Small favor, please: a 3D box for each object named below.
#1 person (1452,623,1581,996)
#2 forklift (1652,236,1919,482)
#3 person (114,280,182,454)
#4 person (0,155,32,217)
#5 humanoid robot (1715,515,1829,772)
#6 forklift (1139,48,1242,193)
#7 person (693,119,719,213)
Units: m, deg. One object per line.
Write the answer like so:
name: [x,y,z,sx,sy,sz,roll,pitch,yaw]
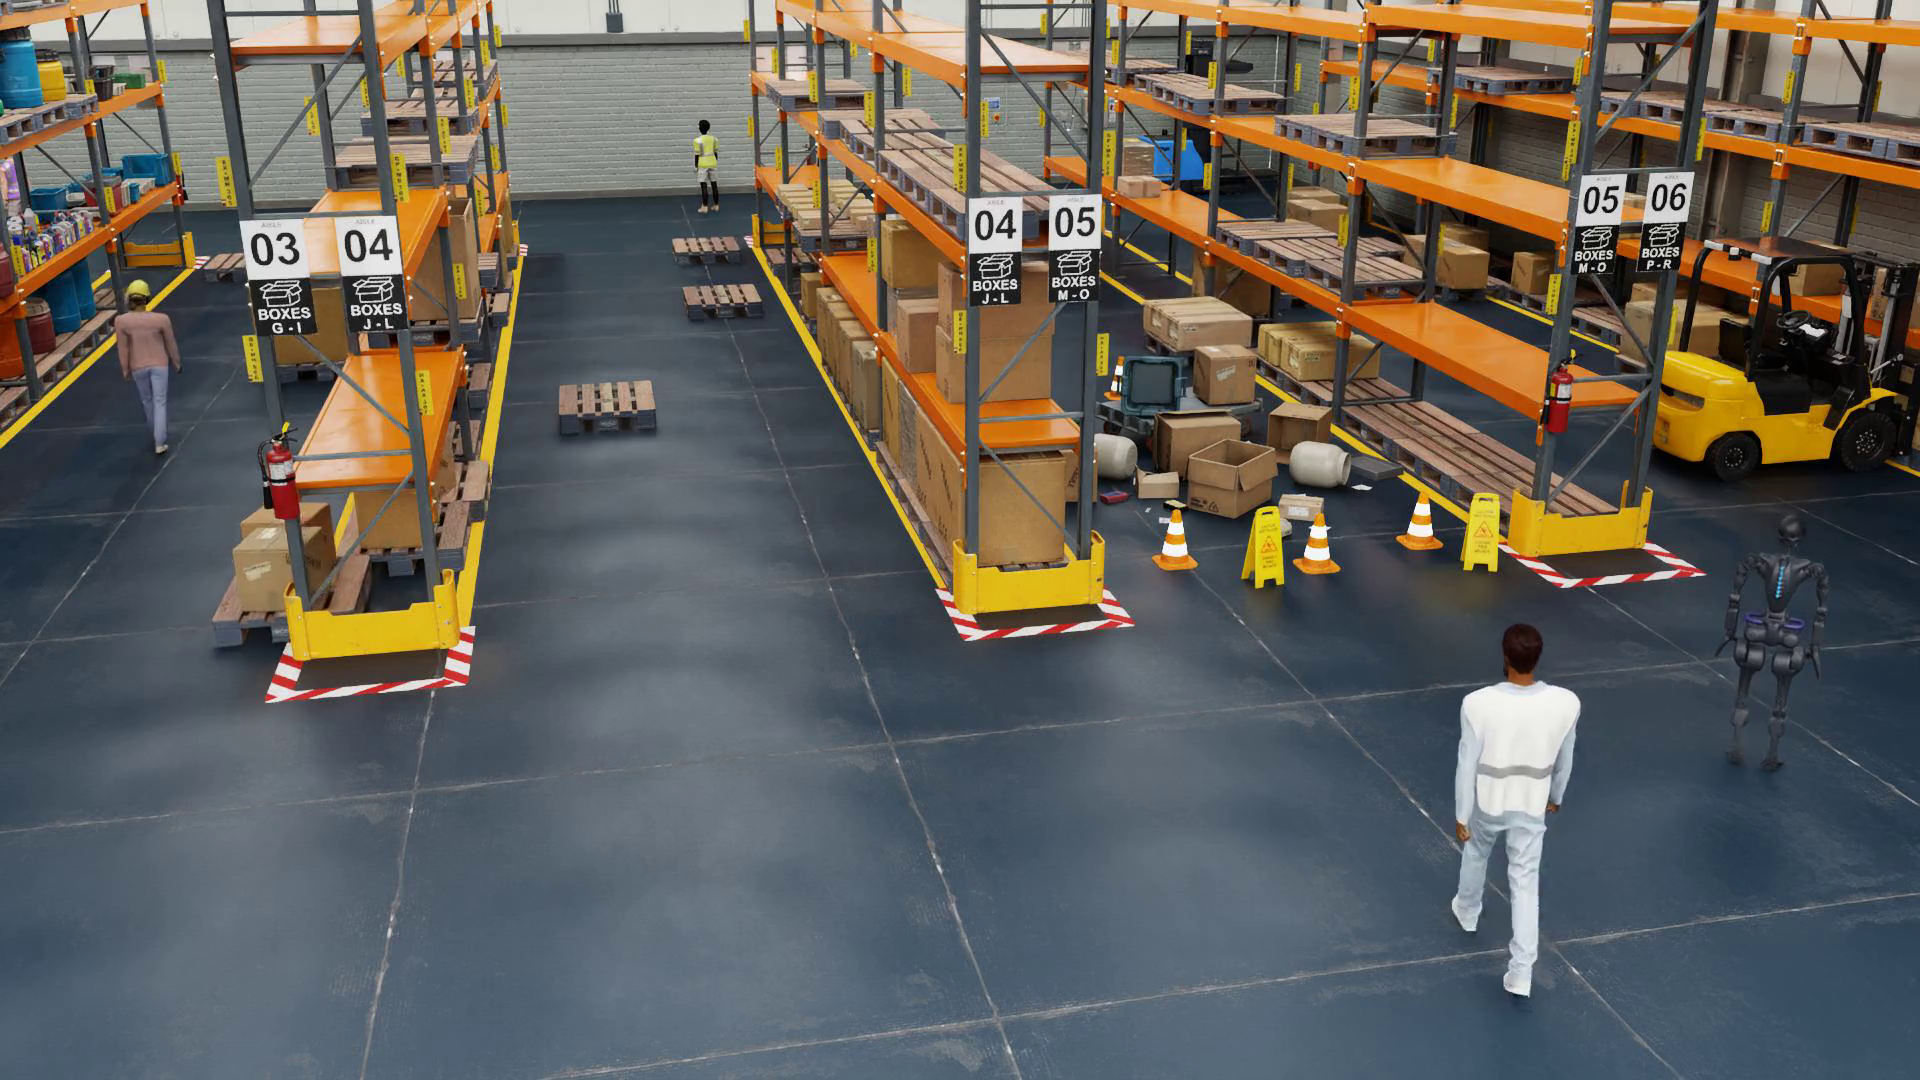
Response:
person: [2.774,1.315,8.363,0.594,1.876,0.977,2,20,6]
forklift: [8.013,-1.814,16.330,2.313,2.155,1.214,-4,21,-12]
person: [-8.208,-1.788,16.910,0.541,1.721,0.870,-5,21,-14]
person: [-15.366,-5.563,27.147,0.350,1.688,0.488,11,23,27]
humanoid robot: [5.092,0.642,10.444,0.610,1.662,0.312,11,23,27]
forklift: [4.566,-8.313,32.860,1.873,2.768,1.129,-4,21,-12]
person: [-4.687,-6.902,30.734,0.532,1.696,0.319,-18,27,-39]
